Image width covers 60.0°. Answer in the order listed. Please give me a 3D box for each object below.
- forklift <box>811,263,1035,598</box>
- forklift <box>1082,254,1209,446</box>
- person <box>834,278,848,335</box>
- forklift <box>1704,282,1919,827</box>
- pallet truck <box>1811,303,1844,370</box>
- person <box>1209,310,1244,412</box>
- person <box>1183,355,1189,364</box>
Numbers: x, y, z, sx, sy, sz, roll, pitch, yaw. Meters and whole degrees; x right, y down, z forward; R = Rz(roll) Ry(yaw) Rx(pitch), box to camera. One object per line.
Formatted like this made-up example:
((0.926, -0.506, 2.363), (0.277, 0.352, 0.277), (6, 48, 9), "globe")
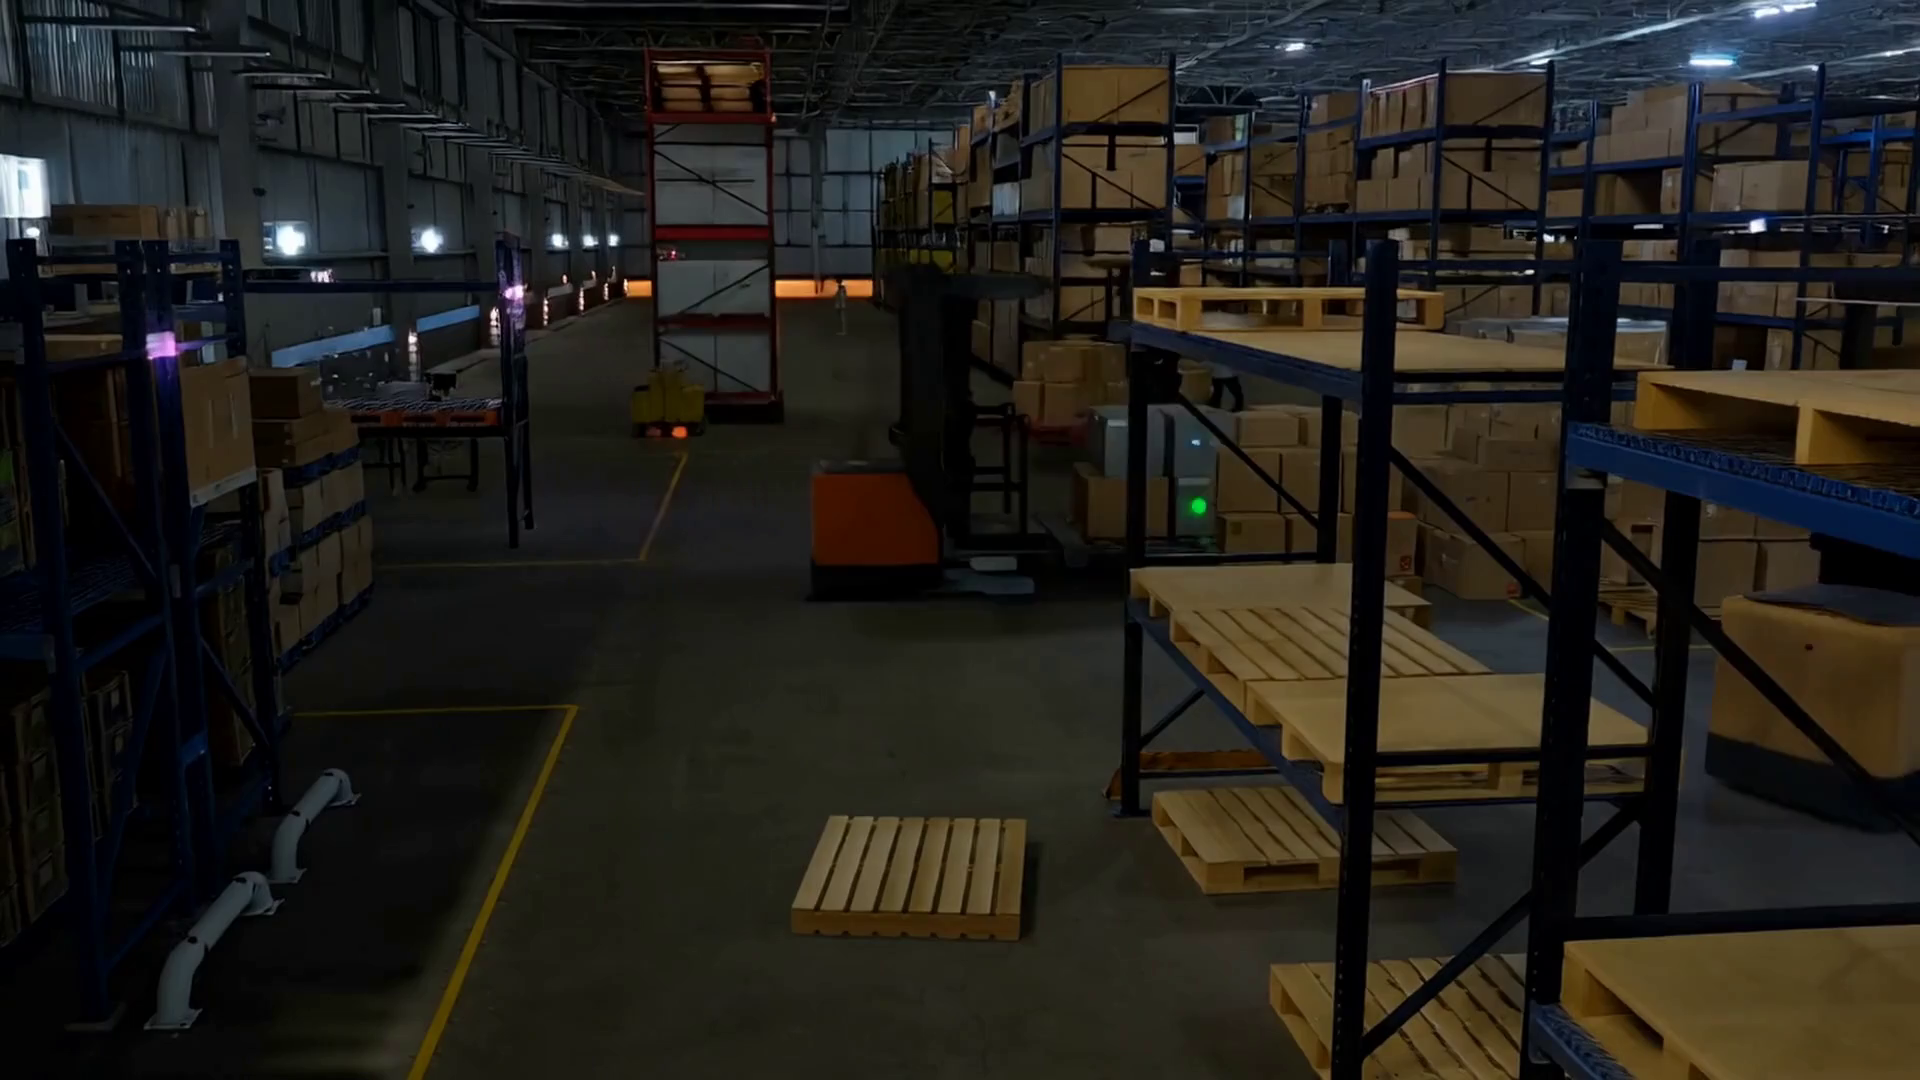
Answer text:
((-0.357, -0.977, 14.349), (1.873, 2.768, 1.129), (-1, 10, -6), "forklift")
((2.796, -2.808, 24.493), (1.129, 2.768, 1.873), (8, 13, 38), "forklift")
((-3.829, -7.522, 53.527), (0.429, 1.836, 0.631), (-4, 11, -20), "person")
((5.194, -0.031, 9.106), (1.873, 2.768, 1.129), (-6, 12, -30), "forklift")
((15.846, -3.142, 28.793), (1.885, 1.965, 0.823), (2, 10, 12), "pallet truck")
((4.209, -2.594, 25.881), (0.966, 1.946, 0.616), (-8, 13, -38), "person")
((4.757, -4.224, 35.787), (0.534, 1.626, 0.364), (0, 10, 2), "person")
